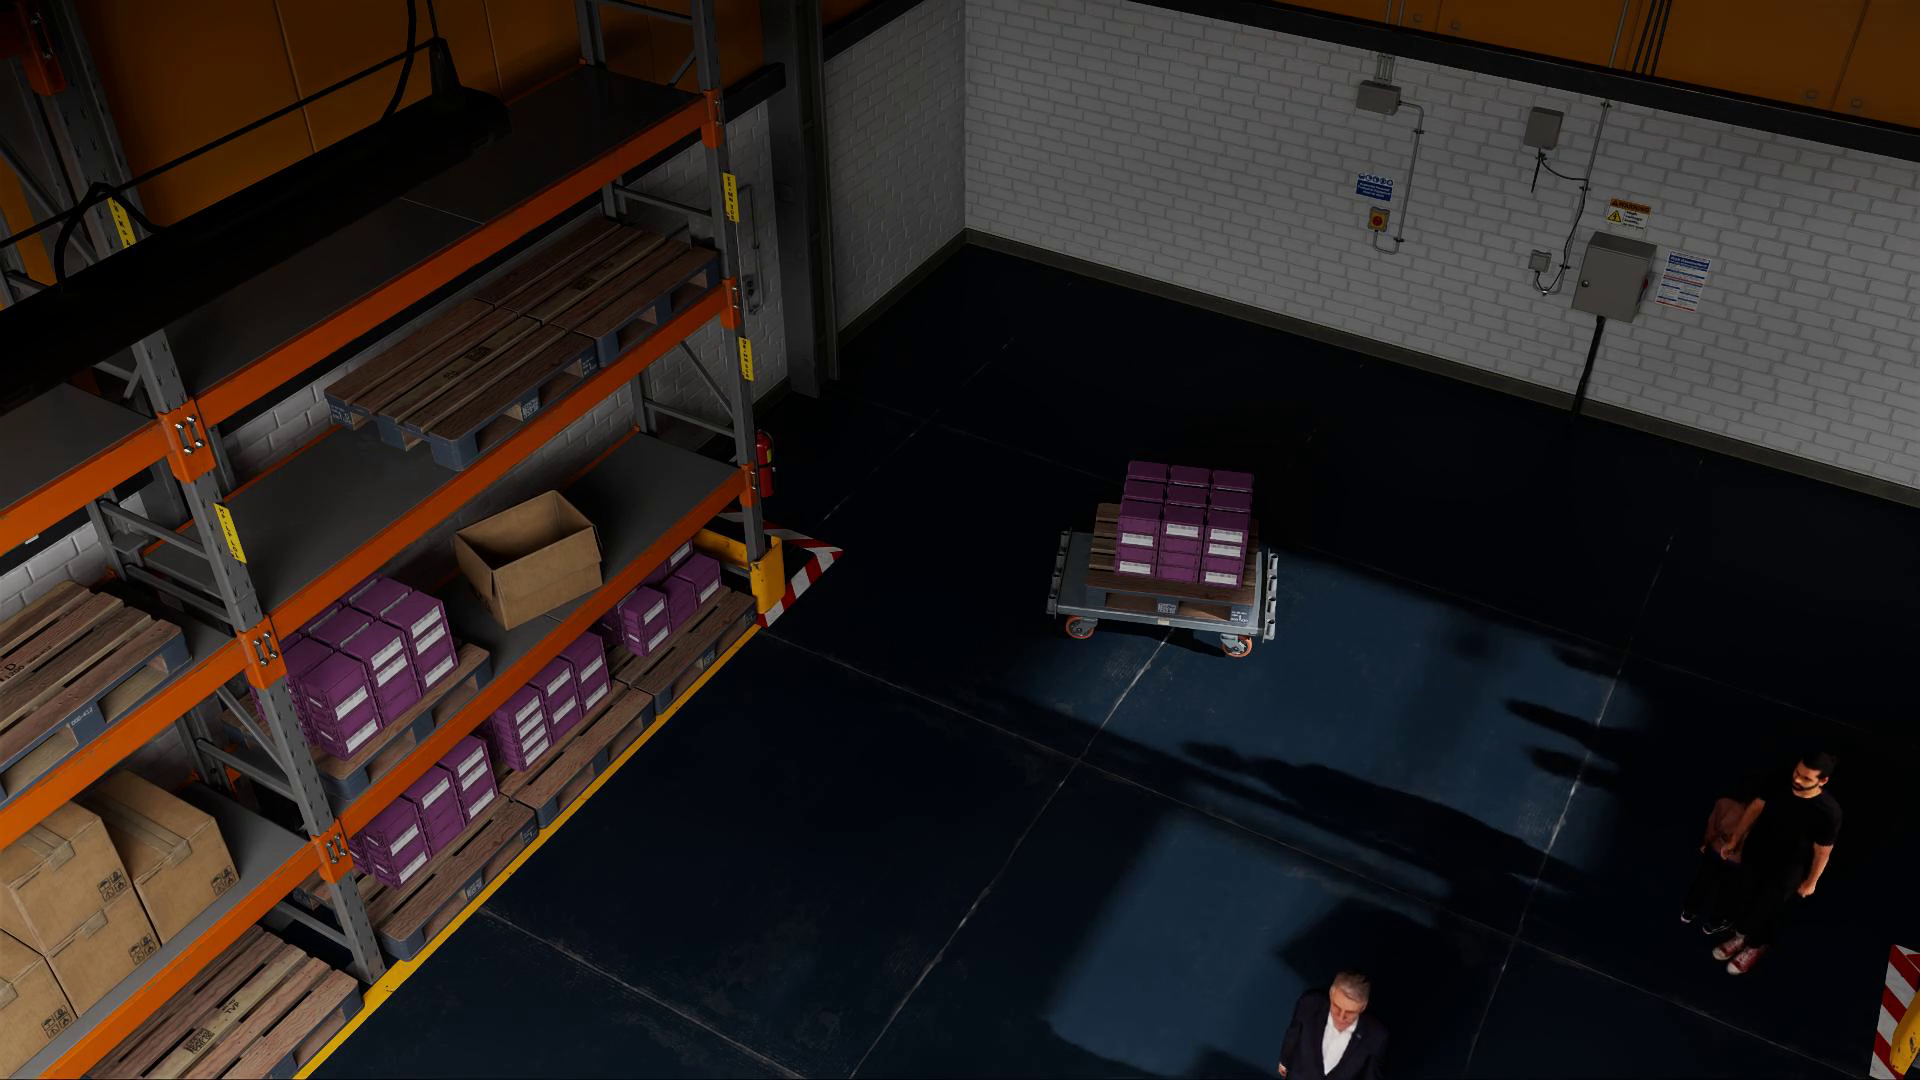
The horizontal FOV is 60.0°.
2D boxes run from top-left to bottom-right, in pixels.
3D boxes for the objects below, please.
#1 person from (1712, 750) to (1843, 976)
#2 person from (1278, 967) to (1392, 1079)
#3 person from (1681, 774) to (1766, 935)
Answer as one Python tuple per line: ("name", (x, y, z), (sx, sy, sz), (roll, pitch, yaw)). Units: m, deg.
("person", (4.762, 1.817, 9.584), (0.794, 1.749, 0.754), (-14, 41, -17))
("person", (1.892, 2.692, 8.451), (0.735, 1.794, 1.036), (17, 42, 20))
("person", (4.589, 1.866, 9.920), (0.559, 1.253, 0.574), (-29, 47, -31))
